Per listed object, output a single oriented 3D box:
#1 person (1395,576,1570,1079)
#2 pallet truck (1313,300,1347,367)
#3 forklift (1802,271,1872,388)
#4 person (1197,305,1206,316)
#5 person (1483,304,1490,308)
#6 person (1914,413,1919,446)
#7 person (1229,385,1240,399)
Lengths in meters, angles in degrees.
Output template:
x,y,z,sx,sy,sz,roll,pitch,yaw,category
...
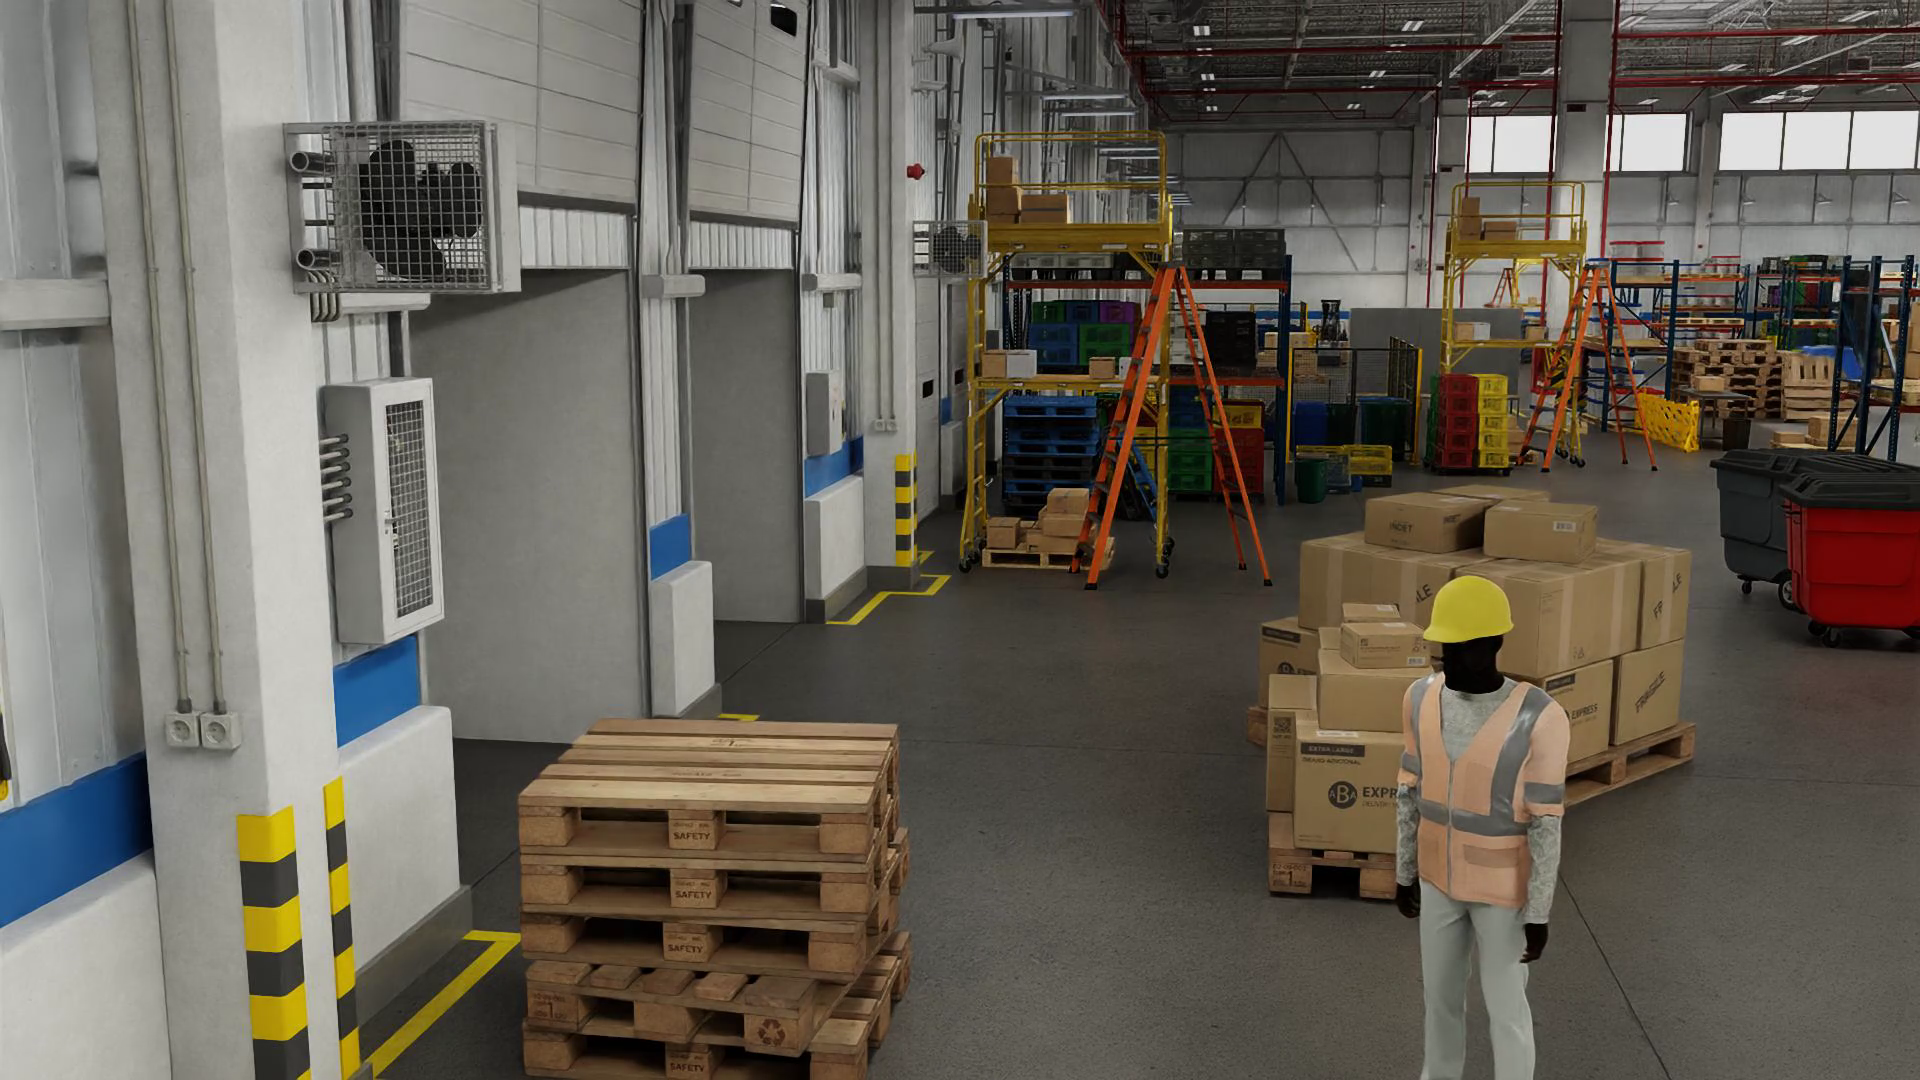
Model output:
x,y,z,sx,sy,sz,roll,pitch,yaw,category
1.597,1.057,5.216,0.393,1.920,0.586,-7,12,-38,person
11.159,-6.200,49.718,0.823,1.965,1.885,4,10,26,pallet truck
20.554,-4.784,38.272,1.873,2.768,1.129,1,9,9,forklift
6.399,-5.308,44.441,0.544,1.929,0.388,-8,12,-42,person
15.728,-6.125,49.776,1.003,1.836,0.572,8,12,40,person
15.711,-2.361,26.847,0.485,1.738,0.321,-4,10,-24,person
5.784,-3.595,34.781,0.315,1.634,0.516,-2,10,-15,person
